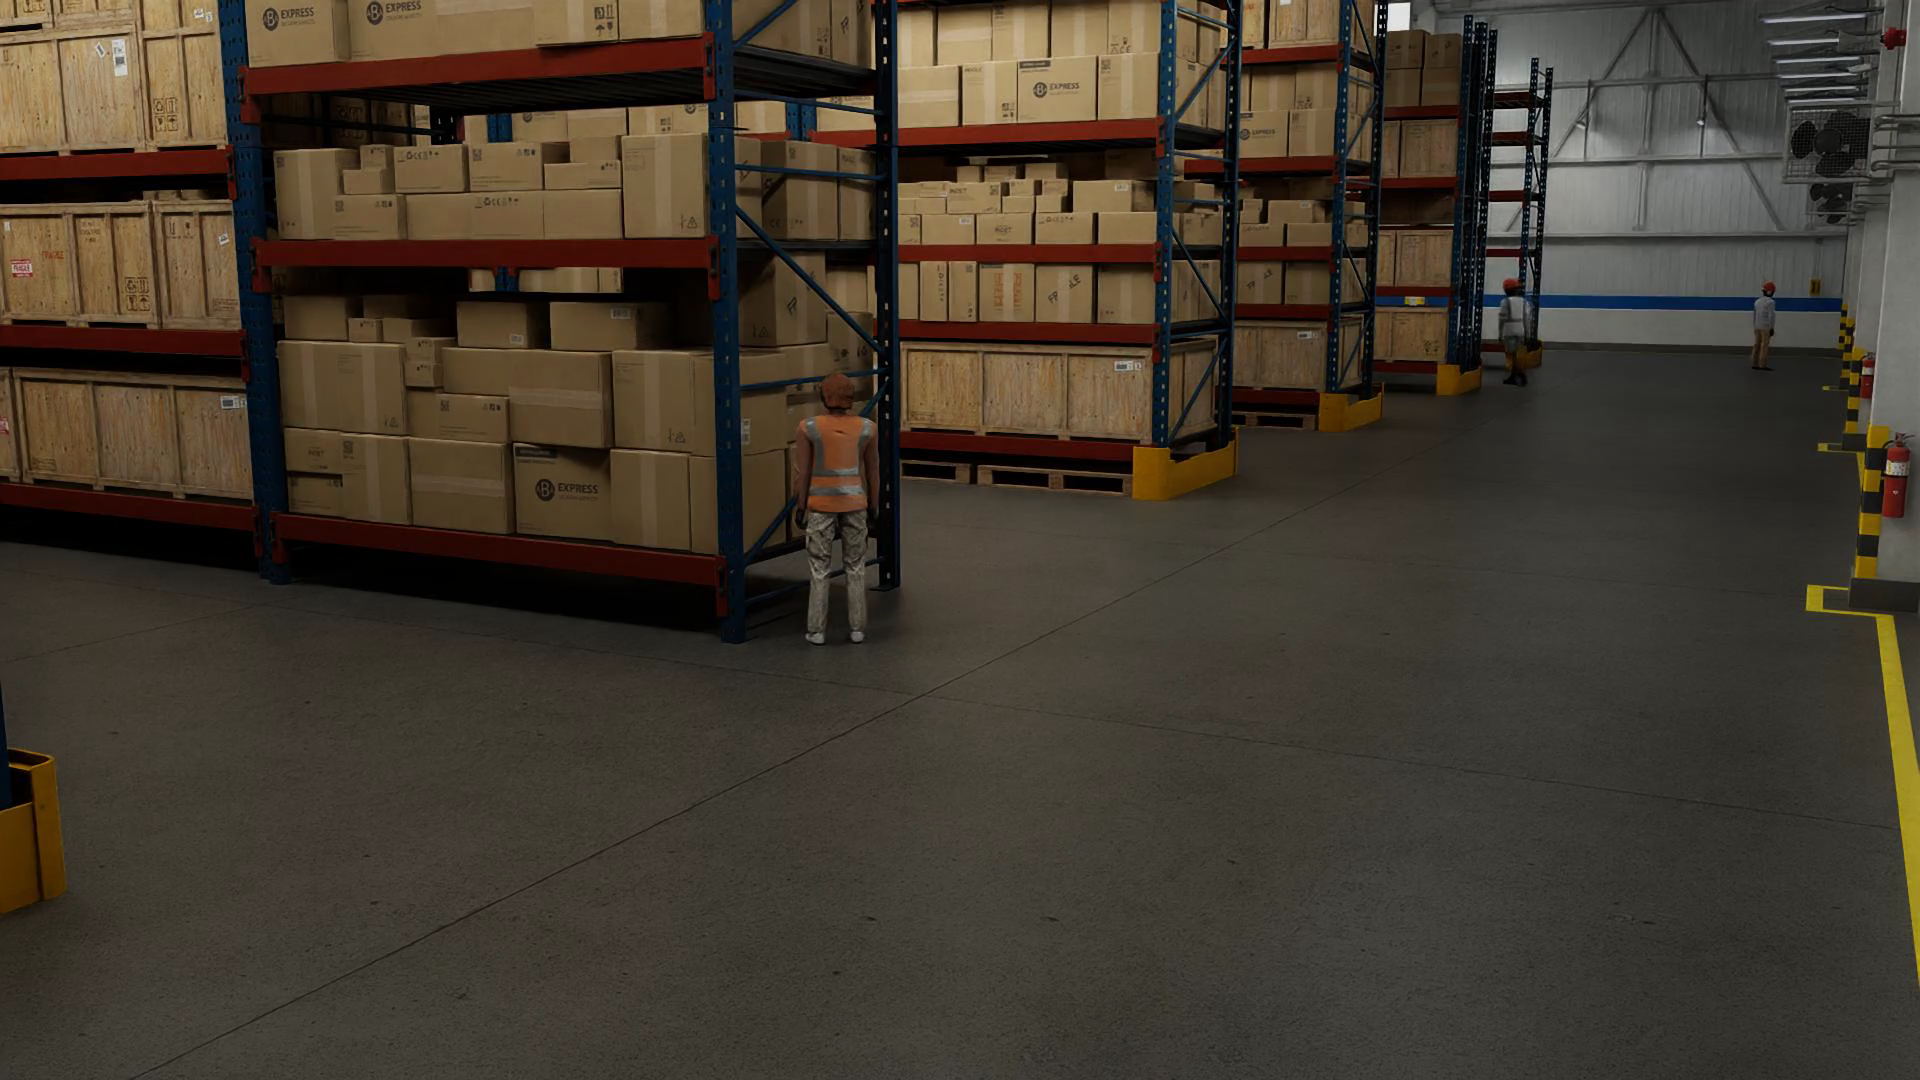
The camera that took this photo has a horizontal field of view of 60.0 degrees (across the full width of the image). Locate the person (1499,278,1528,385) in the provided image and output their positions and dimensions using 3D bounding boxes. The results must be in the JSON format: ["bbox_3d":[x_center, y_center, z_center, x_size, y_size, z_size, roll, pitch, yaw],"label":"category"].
[{"bbox_3d":[9.769,-3.645,29.203,0.576,1.903,0.781,-3,10,-17],"label":"person"}]

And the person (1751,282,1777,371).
[{"bbox_3d":[15.997,-4.234,33.030,0.348,1.750,0.576,-2,10,-10],"label":"person"}]

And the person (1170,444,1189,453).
[{"bbox_3d":[2.127,-1.835,19.009,0.954,1.792,0.655,5,11,28],"label":"person"}]

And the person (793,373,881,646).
[{"bbox_3d":[-0.726,-0.178,9.892,0.526,1.632,0.312,-3,10,-17],"label":"person"}]
